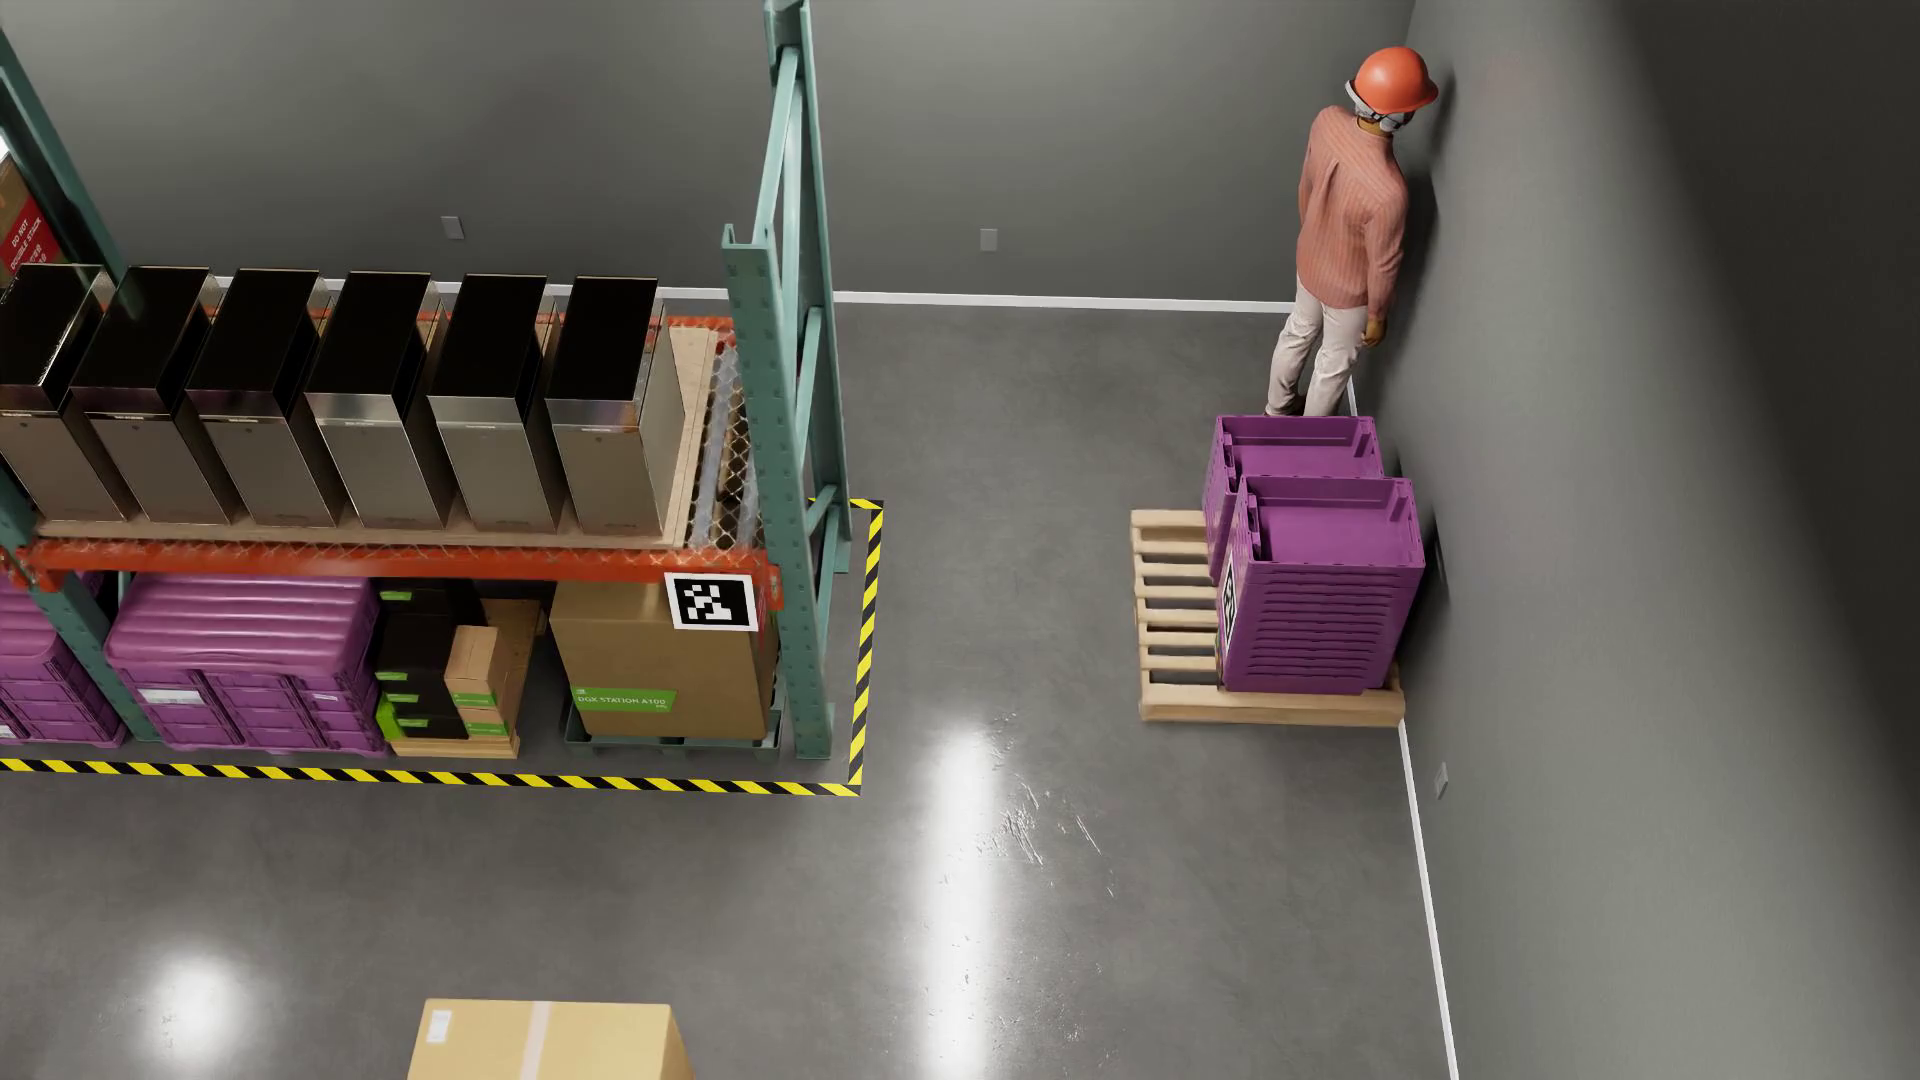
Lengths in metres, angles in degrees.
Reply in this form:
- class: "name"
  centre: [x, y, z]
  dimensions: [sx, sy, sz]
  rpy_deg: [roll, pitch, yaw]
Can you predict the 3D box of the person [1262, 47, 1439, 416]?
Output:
- class: "person"
  centre: [1.500, -1.052, 6.486]
  dimensions: [0.376, 1.995, 0.612]
  rpy_deg: [-18, 54, -13]
